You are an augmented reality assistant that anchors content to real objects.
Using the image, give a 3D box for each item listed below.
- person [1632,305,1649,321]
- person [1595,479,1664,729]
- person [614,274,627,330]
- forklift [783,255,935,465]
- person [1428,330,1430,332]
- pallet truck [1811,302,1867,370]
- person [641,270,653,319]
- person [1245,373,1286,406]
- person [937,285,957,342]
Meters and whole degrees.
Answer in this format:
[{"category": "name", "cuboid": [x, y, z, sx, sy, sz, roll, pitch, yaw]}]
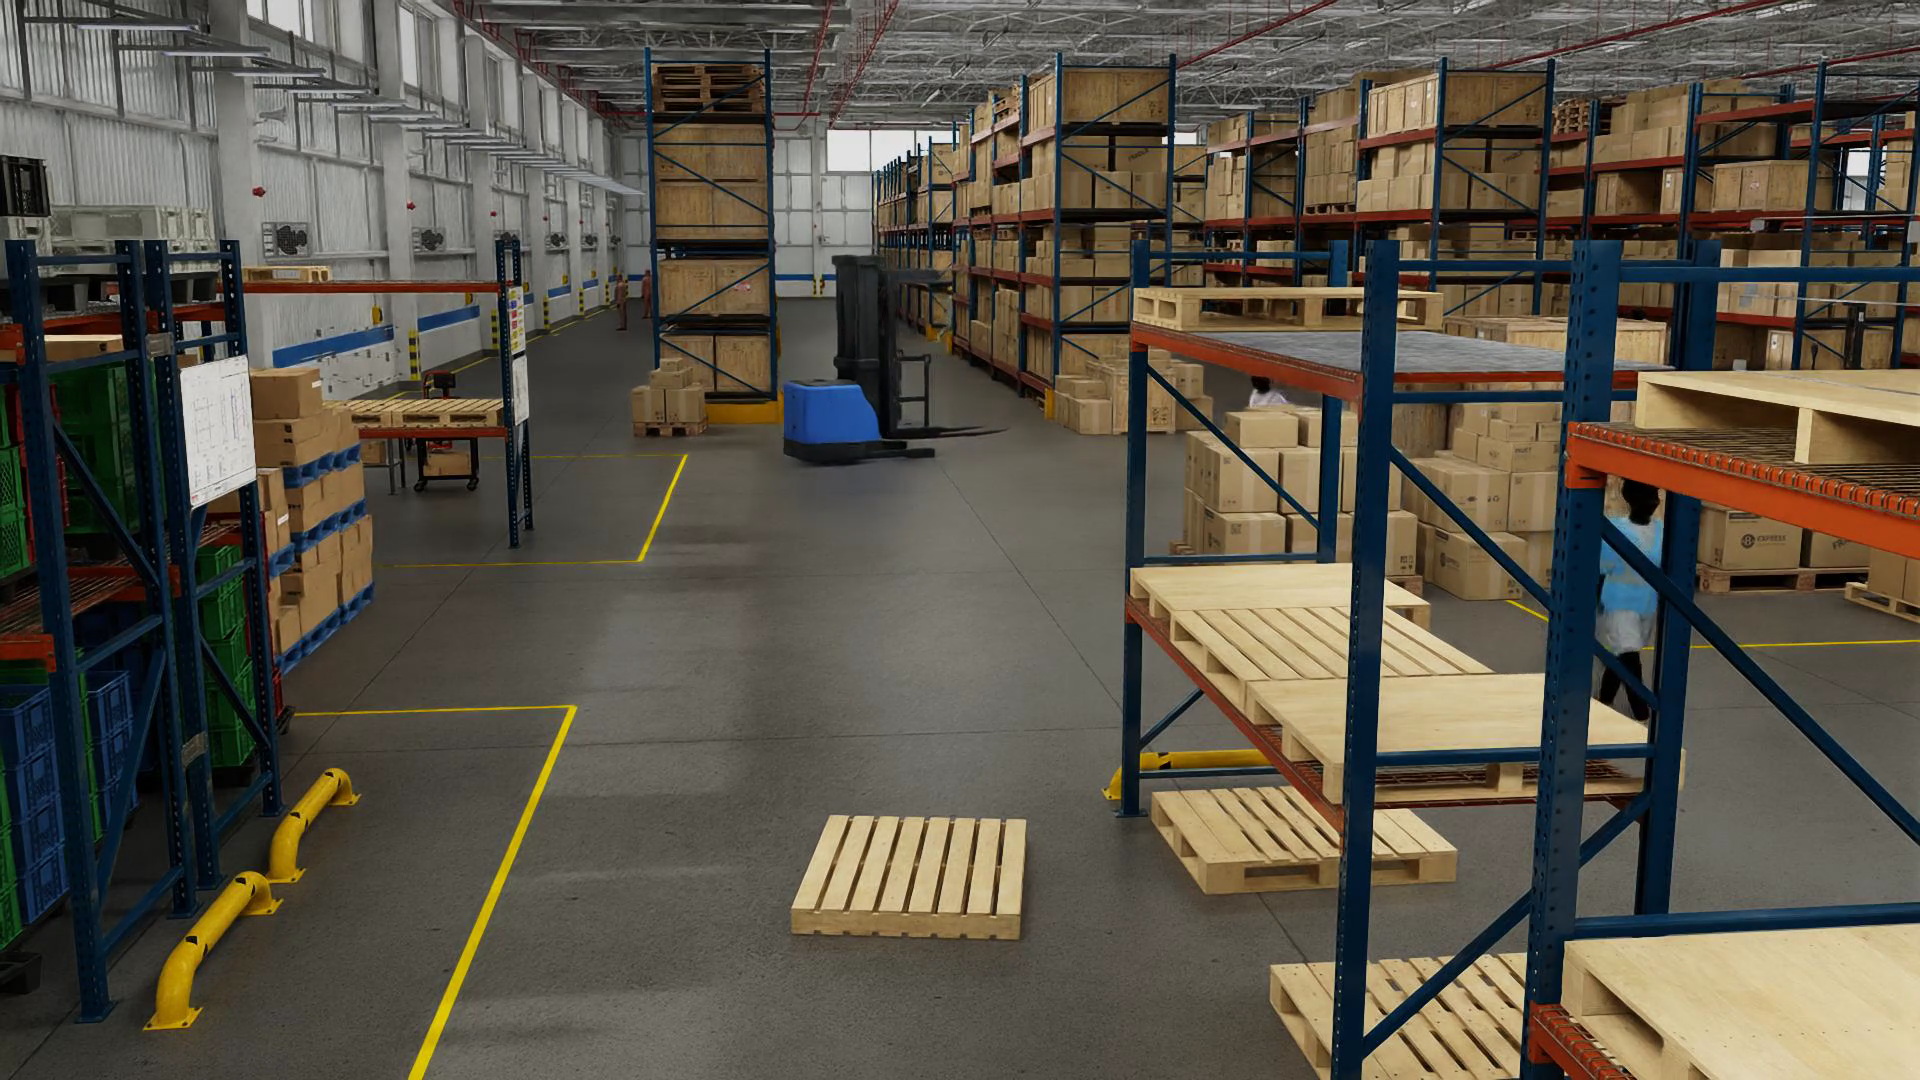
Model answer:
[{"category": "person", "cuboid": [12.530, -3.419, 30.796, 0.429, 1.837, 0.630, -1, 10, -7]}, {"category": "person", "cuboid": [4.089, 0.425, 9.954, 0.552, 1.648, 0.843, -3, 11, -19]}, {"category": "person", "cuboid": [-11.449, -8.021, 56.097, 0.407, 1.902, 0.640, 1, 10, 4]}, {"category": "forklift", "cuboid": [-1.430, -2.514, 22.864, 1.873, 2.768, 1.129, -5, 11, -24]}, {"category": "person", "cuboid": [7.558, -2.540, 26.298, 0.544, 1.682, 0.541, -10, 14, -43]}, {"category": "pallet truck", "cuboid": [15.846, -3.142, 28.793, 1.885, 1.965, 0.823, 2, 10, 12]}, {"category": "person", "cuboid": [-12.081, -9.523, 64.451, 0.401, 1.894, 0.653, 9, 13, 40]}, {"category": "person", "cuboid": [3.066, -0.873, 16.458, 0.624, 1.917, 0.550, -4, 11, -22]}, {"category": "person", "cuboid": [-0.296, -6.661, 49.045, 0.711, 1.723, 0.492, 0, 10, 1]}]
